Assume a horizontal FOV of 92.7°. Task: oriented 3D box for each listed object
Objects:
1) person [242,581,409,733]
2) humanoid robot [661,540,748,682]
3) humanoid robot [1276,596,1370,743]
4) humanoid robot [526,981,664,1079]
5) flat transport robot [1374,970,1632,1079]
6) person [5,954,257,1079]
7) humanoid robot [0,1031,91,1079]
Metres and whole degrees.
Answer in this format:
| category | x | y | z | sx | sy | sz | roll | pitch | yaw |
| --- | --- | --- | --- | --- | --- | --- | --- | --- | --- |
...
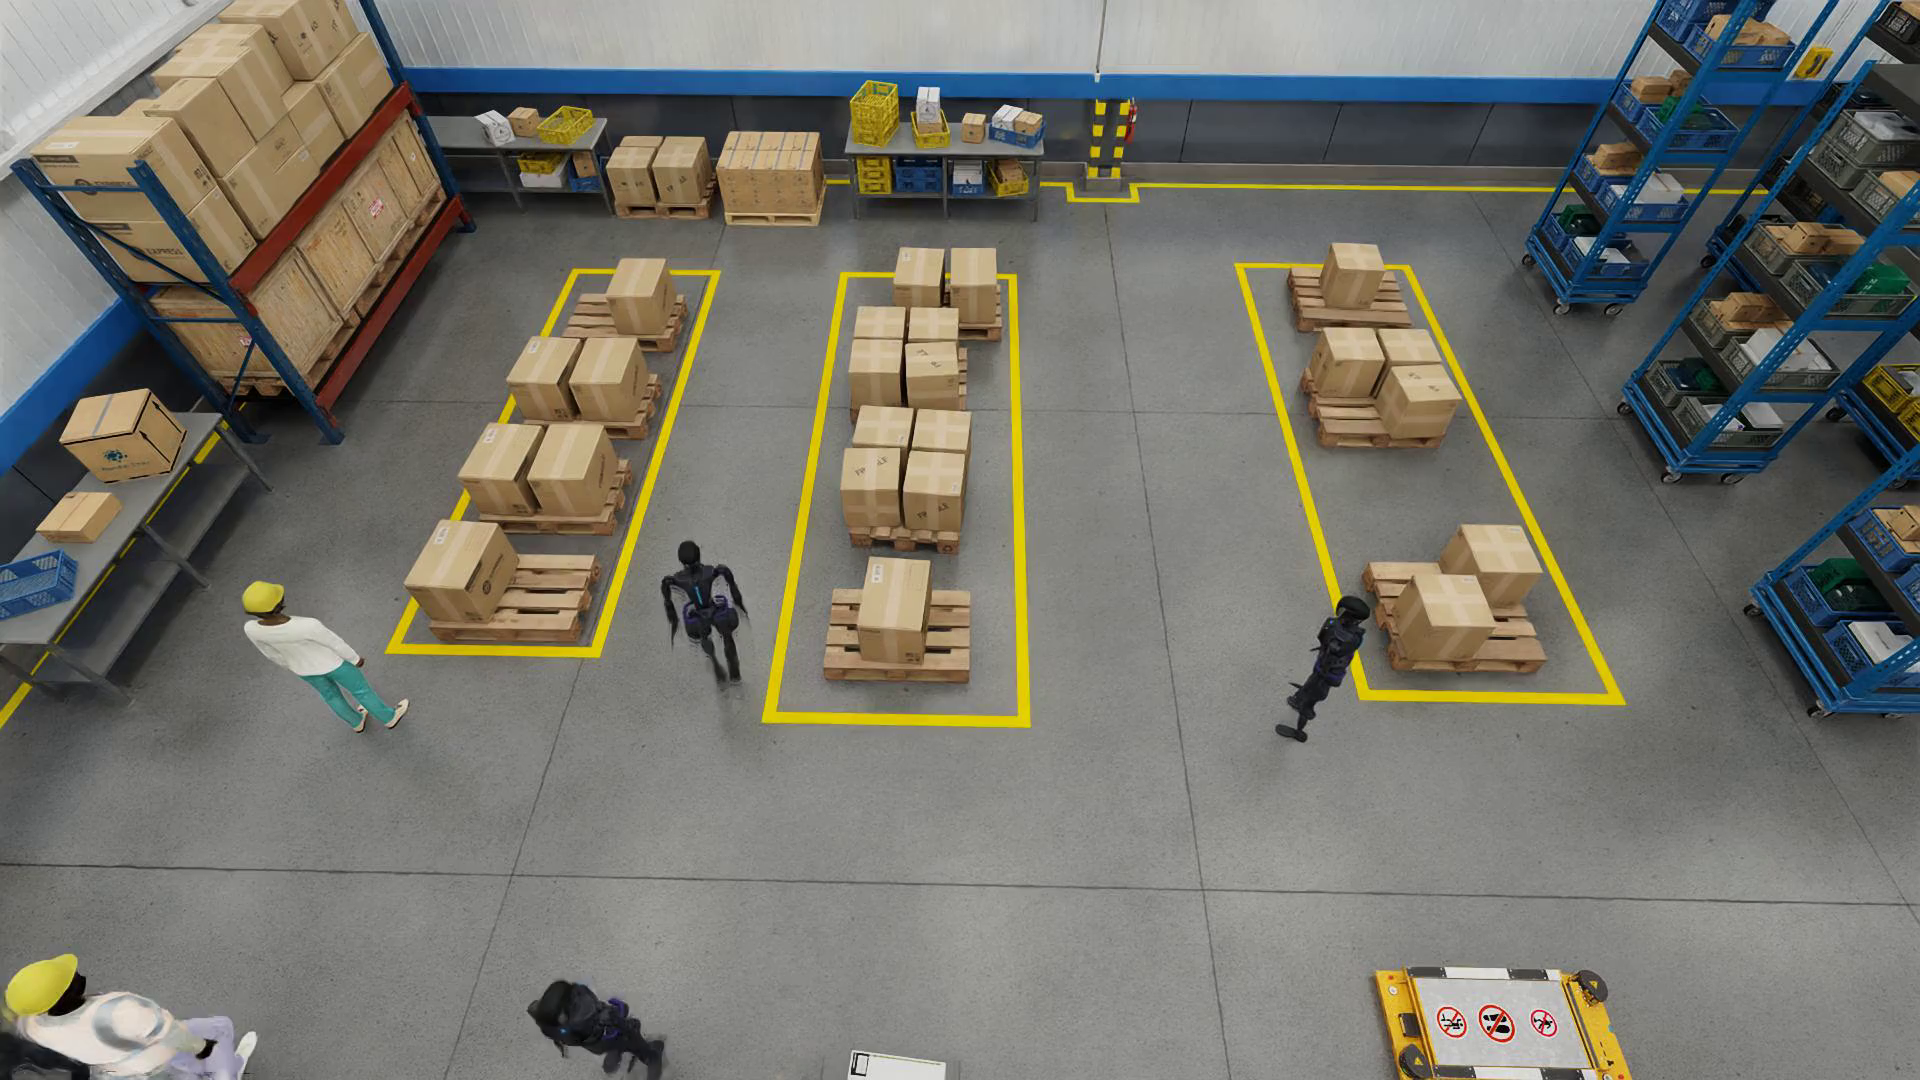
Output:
| category | x | y | z | sx | sy | sz | roll | pitch | yaw |
| --- | --- | --- | --- | --- | --- | --- | --- | --- | --- |
| person | -4.735 | 0.884 | 6.798 | 0.534 | 1.767 | 0.314 | -4 | 51 | -3 |
| humanoid robot | -1.974 | 0.570 | 7.109 | 0.600 | 1.644 | 0.369 | -13 | 52 | -10 |
| humanoid robot | 2.687 | 0.952 | 6.792 | 0.326 | 1.657 | 0.593 | 27 | 56 | 21 |
| humanoid robot | -2.071 | 2.842 | 5.257 | 0.631 | 1.657 | 0.336 | 4 | 51 | 3 |
| flat transport robot | 3.501 | 3.133 | 5.914 | 1.431 | 0.197 | 0.652 | 1 | 51 | 1 |
| person | -4.558 | 2.801 | 5.141 | 0.590 | 1.913 | 0.485 | -5 | 51 | -4 |
| humanoid robot | -5.643 | 2.993 | 5.140 | 0.605 | 1.637 | 0.541 | -16 | 53 | -12 |
